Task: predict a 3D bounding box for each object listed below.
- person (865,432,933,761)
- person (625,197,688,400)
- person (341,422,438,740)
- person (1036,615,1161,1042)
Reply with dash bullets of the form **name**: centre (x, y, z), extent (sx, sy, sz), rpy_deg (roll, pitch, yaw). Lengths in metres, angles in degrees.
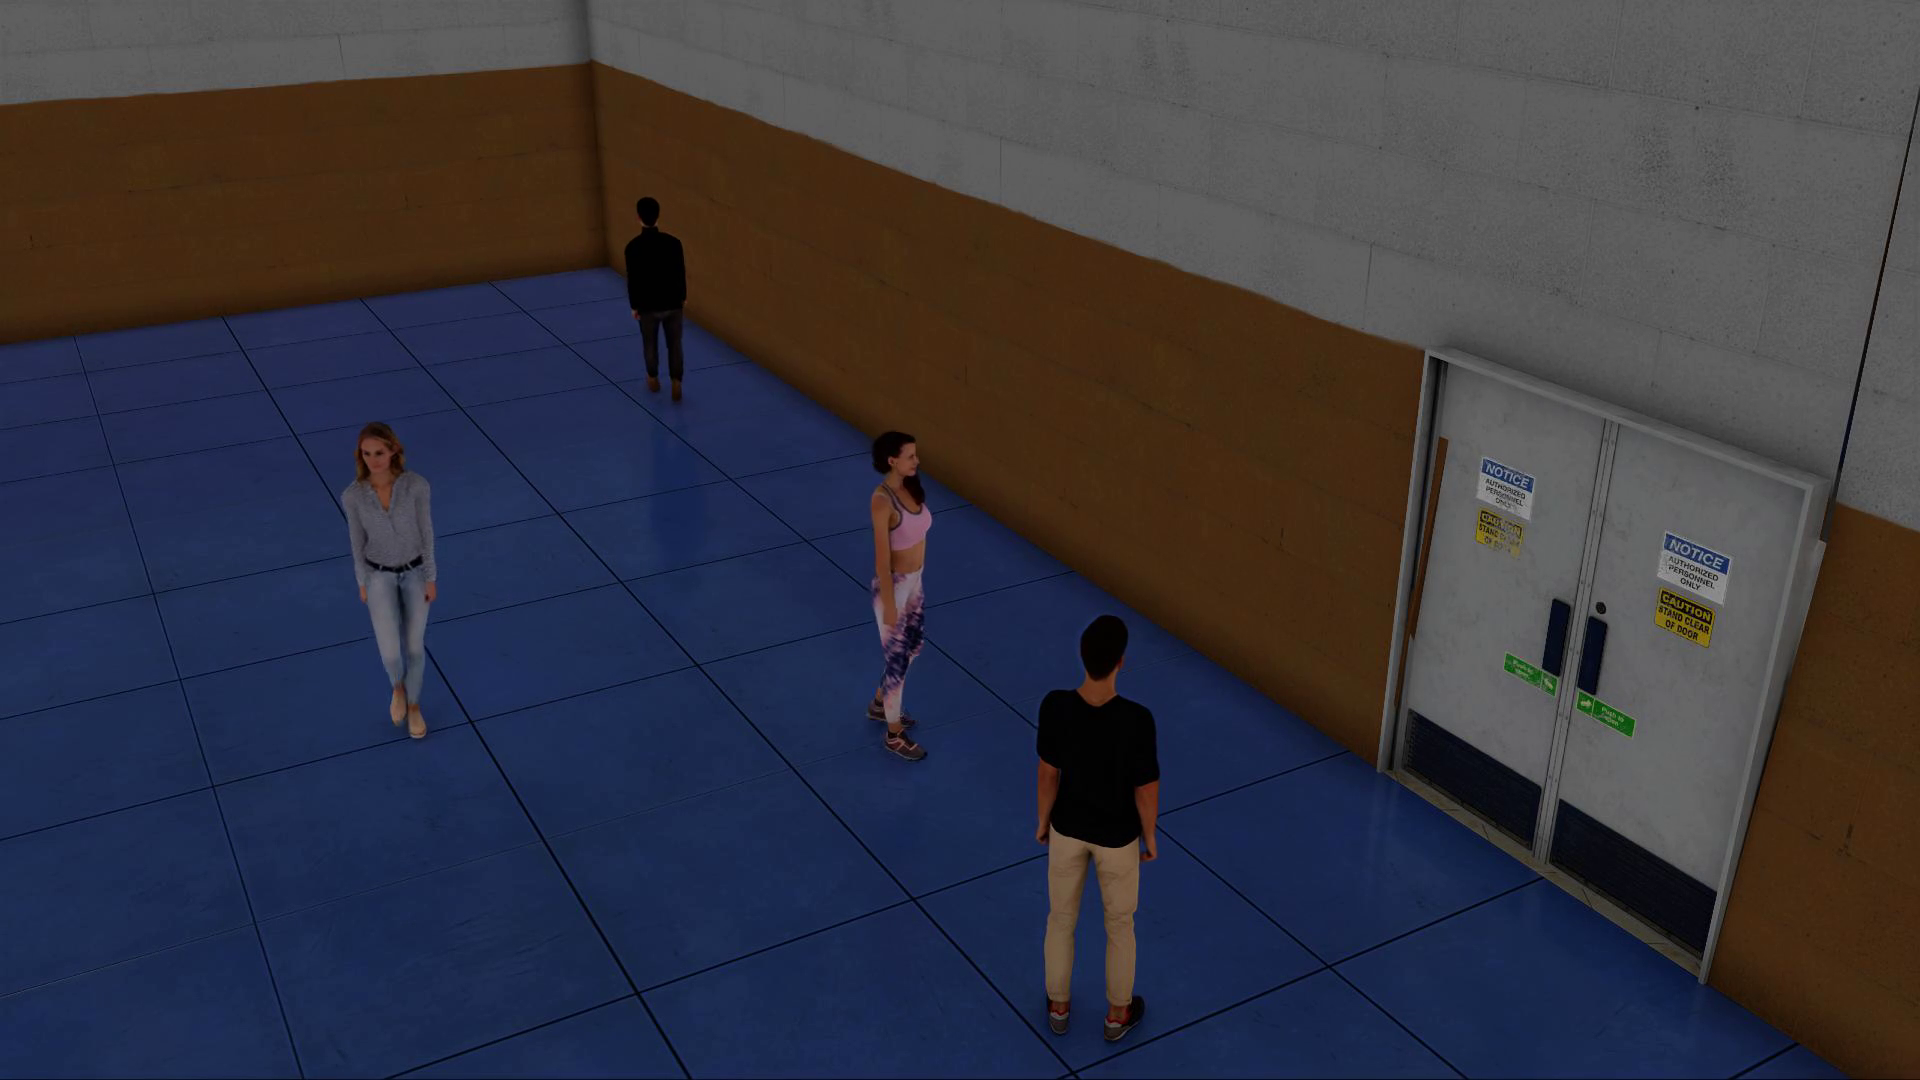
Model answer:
- **person**: centre (-0.330, 0.266, 8.664), extent (0.846, 1.769, 0.786), rpy_deg (10, 26, 21)
- **person**: centre (-2.491, -1.996, 13.903), extent (0.974, 1.713, 0.876), rpy_deg (-6, 24, -12)
- **person**: centre (-2.971, 0.192, 8.825), extent (0.638, 1.777, 0.714), rpy_deg (-7, 24, -15)
- **person**: centre (0.530, 1.142, 6.519), extent (0.698, 1.859, 0.755), rpy_deg (6, 24, 14)
